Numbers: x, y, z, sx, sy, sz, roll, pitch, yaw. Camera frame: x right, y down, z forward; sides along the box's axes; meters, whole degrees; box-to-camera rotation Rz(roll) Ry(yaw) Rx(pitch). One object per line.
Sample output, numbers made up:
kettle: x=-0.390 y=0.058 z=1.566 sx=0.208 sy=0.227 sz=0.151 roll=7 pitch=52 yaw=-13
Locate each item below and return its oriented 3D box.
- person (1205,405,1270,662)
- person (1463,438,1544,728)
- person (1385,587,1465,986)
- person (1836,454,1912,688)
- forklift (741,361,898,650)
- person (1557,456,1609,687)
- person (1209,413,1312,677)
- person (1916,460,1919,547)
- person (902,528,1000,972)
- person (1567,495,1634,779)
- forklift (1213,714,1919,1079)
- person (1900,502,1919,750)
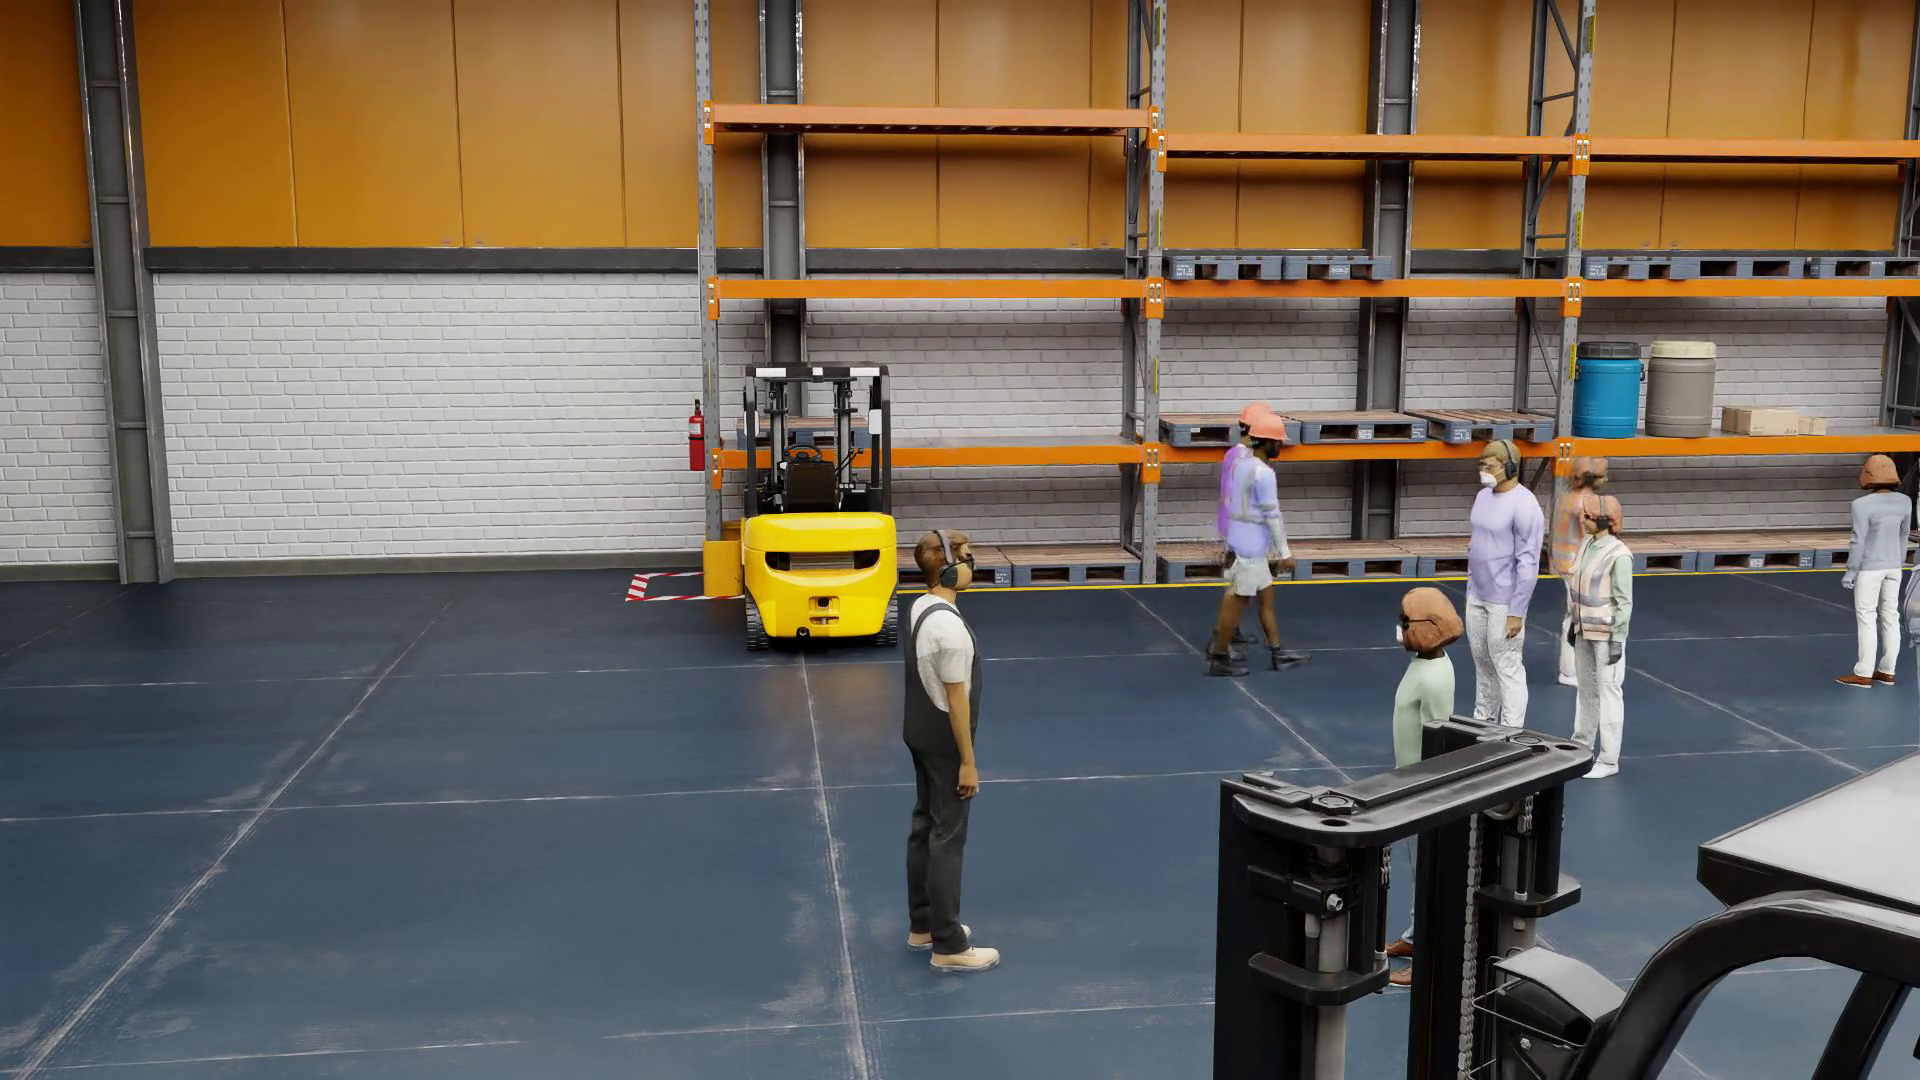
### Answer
person: x=2.104 y=-0.059 z=12.558 sx=0.577 sy=1.899 sz=0.783 roll=-1 pitch=9 yaw=-4
person: x=3.155 y=0.363 z=9.778 sx=0.372 sy=1.938 sz=0.630 roll=-2 pitch=9 yaw=-13
person: x=1.872 y=0.995 z=6.777 sx=0.289 sy=1.634 sz=0.499 roll=1 pitch=9 yaw=8
person: x=6.392 y=0.219 z=11.623 sx=0.501 sy=1.631 sz=0.285 roll=-3 pitch=10 yaw=-17
forklift: x=-1.154 y=-0.340 z=13.365 sx=1.214 sy=2.155 sz=2.313 roll=-1 pitch=9 yaw=-7
person: x=4.358 y=0.231 z=11.552 sx=0.405 sy=1.624 sz=0.550 roll=2 pitch=9 yaw=13
person: x=2.199 y=0.049 z=11.871 sx=0.902 sy=1.895 sz=0.550 roll=-1 pitch=9 yaw=-5
person: x=7.625 y=-0.081 z=12.693 sx=0.638 sy=1.887 sz=1.025 roll=4 pitch=10 yaw=23
person: x=-0.057 y=0.866 z=6.925 sx=0.345 sy=1.847 sz=0.508 roll=-4 pitch=10 yaw=-22
person: x=3.663 y=0.550 z=9.547 sx=0.314 sy=1.636 sz=0.515 roll=-1 pitch=9 yaw=-9
forklift: x=1.441 y=1.425 z=2.350 sx=1.214 sy=2.155 sz=2.313 roll=-7 pitch=12 yaw=-39
person: x=5.268 y=0.554 z=8.912 sx=0.404 sy=1.830 sz=0.602 roll=2 pitch=9 yaw=12
